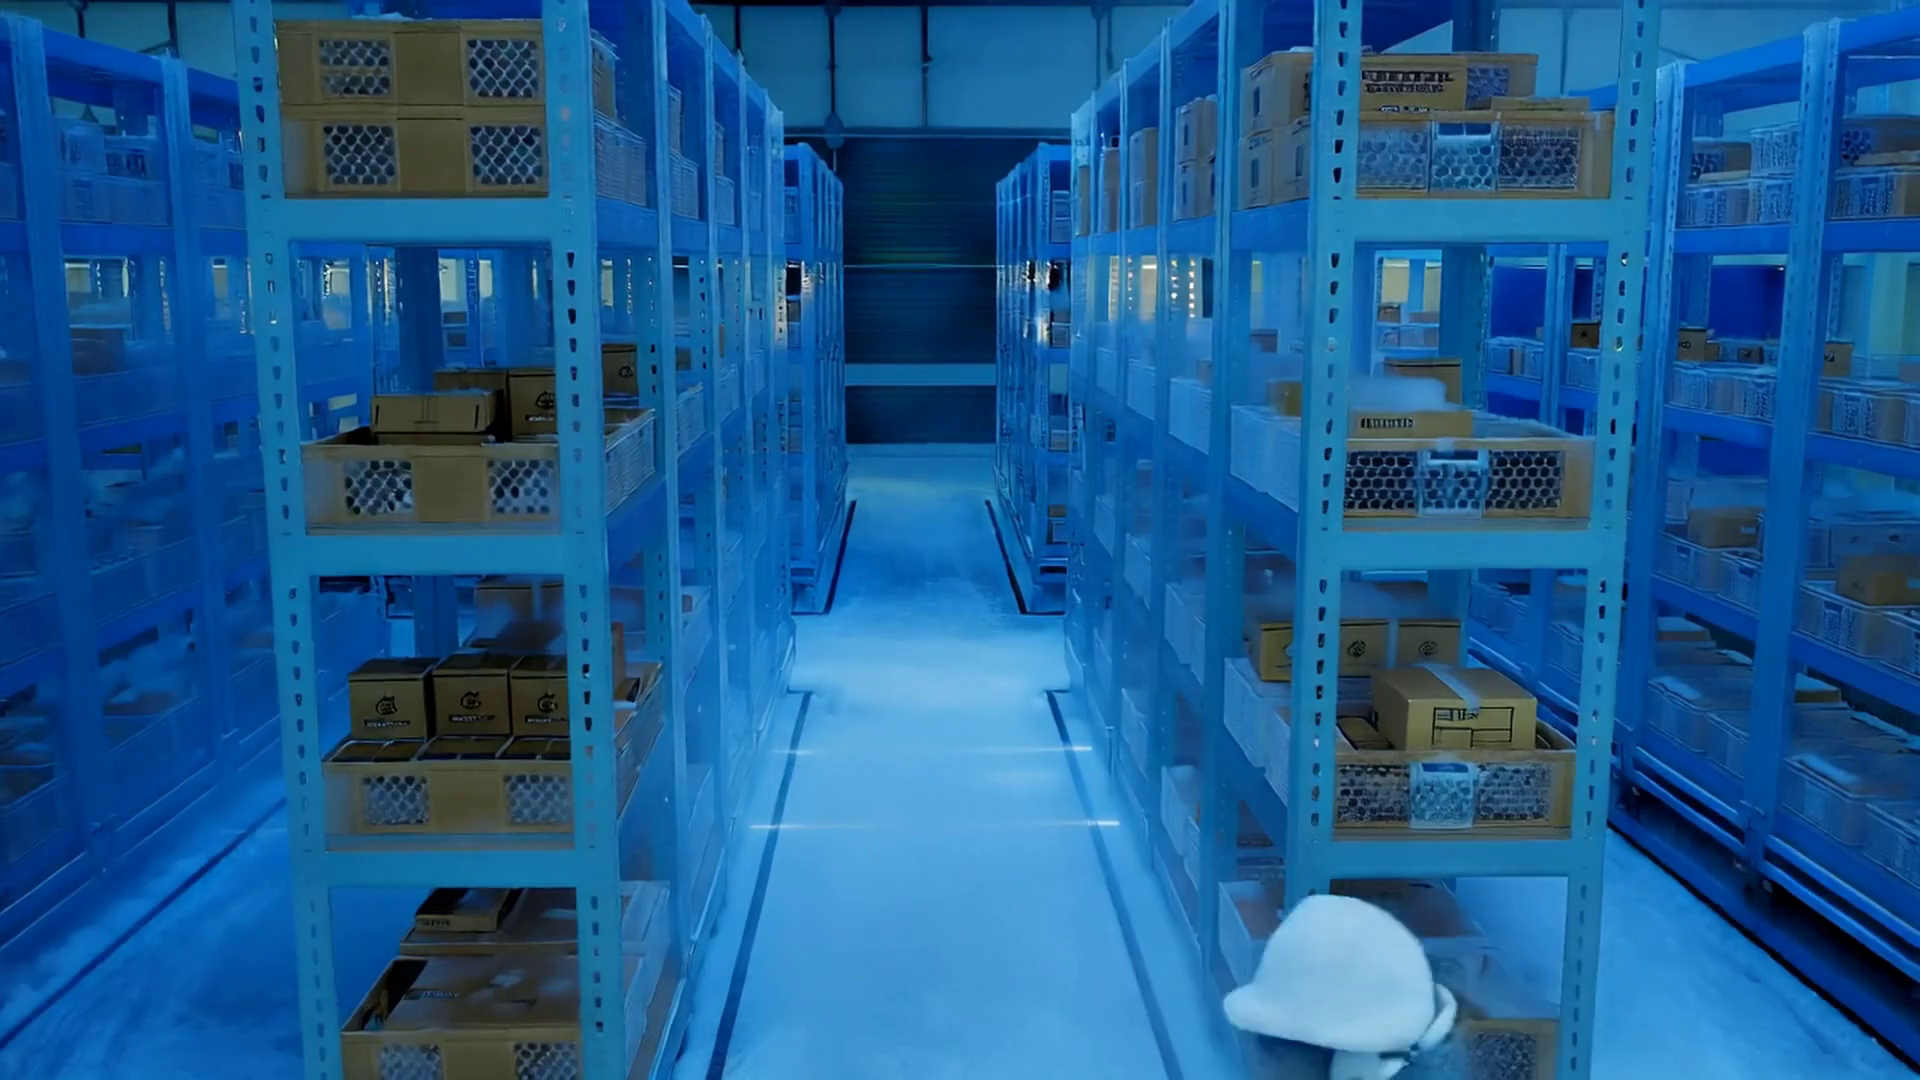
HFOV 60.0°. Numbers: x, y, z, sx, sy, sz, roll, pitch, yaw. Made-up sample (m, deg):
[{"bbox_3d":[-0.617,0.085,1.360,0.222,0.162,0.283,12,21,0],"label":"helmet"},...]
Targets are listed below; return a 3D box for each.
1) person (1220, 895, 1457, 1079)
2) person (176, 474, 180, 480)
[{"bbox_3d":[0.460,1.391,2.427,0.610,1.815,0.620,1,9,3],"label":"person"},{"bbox_3d":[-10.011,-1.625,20.698,0.745,1.827,0.574,0,9,0],"label":"person"}]
